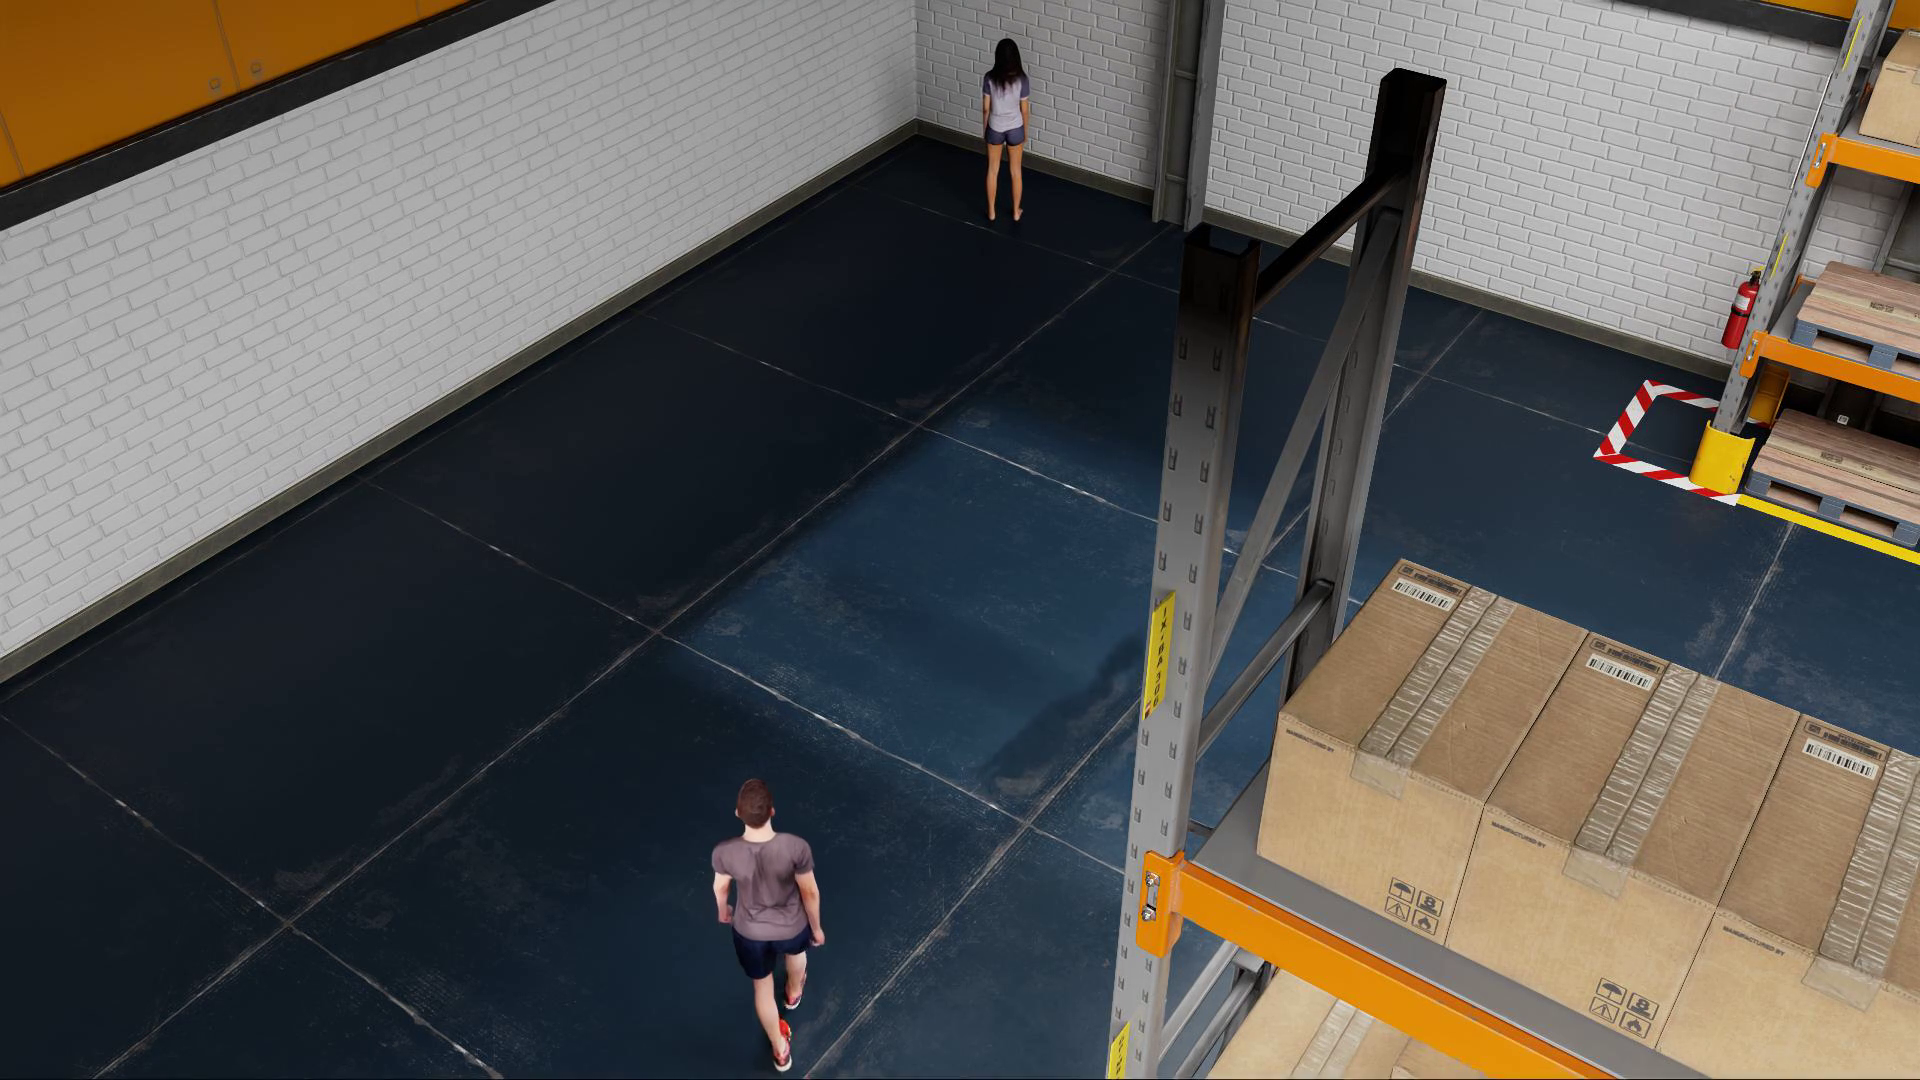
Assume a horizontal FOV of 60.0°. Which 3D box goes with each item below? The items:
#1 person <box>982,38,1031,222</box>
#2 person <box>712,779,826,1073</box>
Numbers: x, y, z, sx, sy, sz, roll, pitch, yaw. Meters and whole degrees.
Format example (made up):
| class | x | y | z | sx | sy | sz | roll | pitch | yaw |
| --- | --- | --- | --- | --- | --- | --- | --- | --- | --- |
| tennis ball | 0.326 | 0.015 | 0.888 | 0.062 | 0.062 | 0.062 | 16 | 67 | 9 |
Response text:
| class | x | y | z | sx | sy | sz | roll | pitch | yaw |
| --- | --- | --- | --- | --- | --- | --- | --- | --- | --- |
| person | 0.418 | -3.789 | 15.390 | 0.613 | 1.732 | 0.716 | 1 | 39 | 2 |
| person | -0.927 | 1.950 | 8.125 | 0.986 | 1.831 | 1.033 | -4 | 39 | -5 |
